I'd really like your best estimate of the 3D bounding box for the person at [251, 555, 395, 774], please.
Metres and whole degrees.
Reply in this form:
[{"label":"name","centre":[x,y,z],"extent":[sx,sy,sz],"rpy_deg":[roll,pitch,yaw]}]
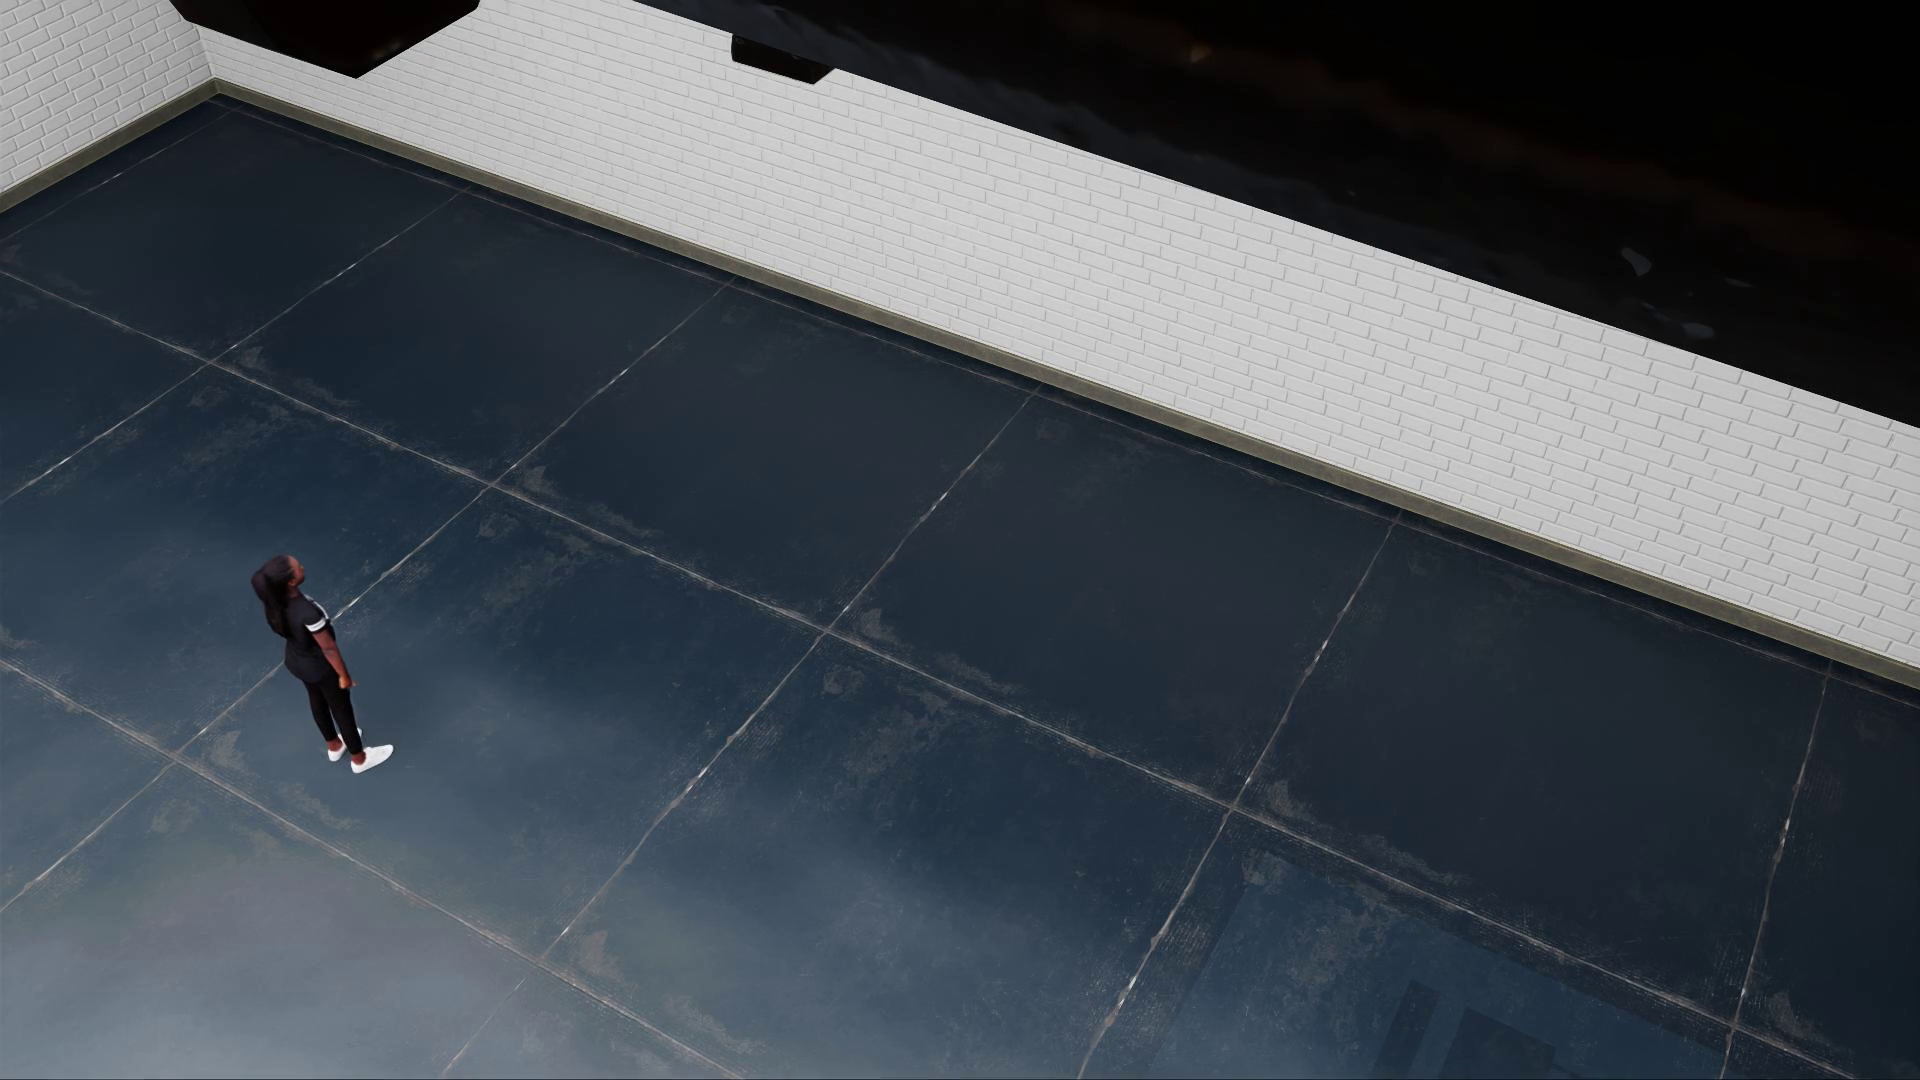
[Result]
[{"label":"person","centre":[-3.862,0.738,9.994],"extent":[0.619,1.728,0.583],"rpy_deg":[25,49,24]}]
